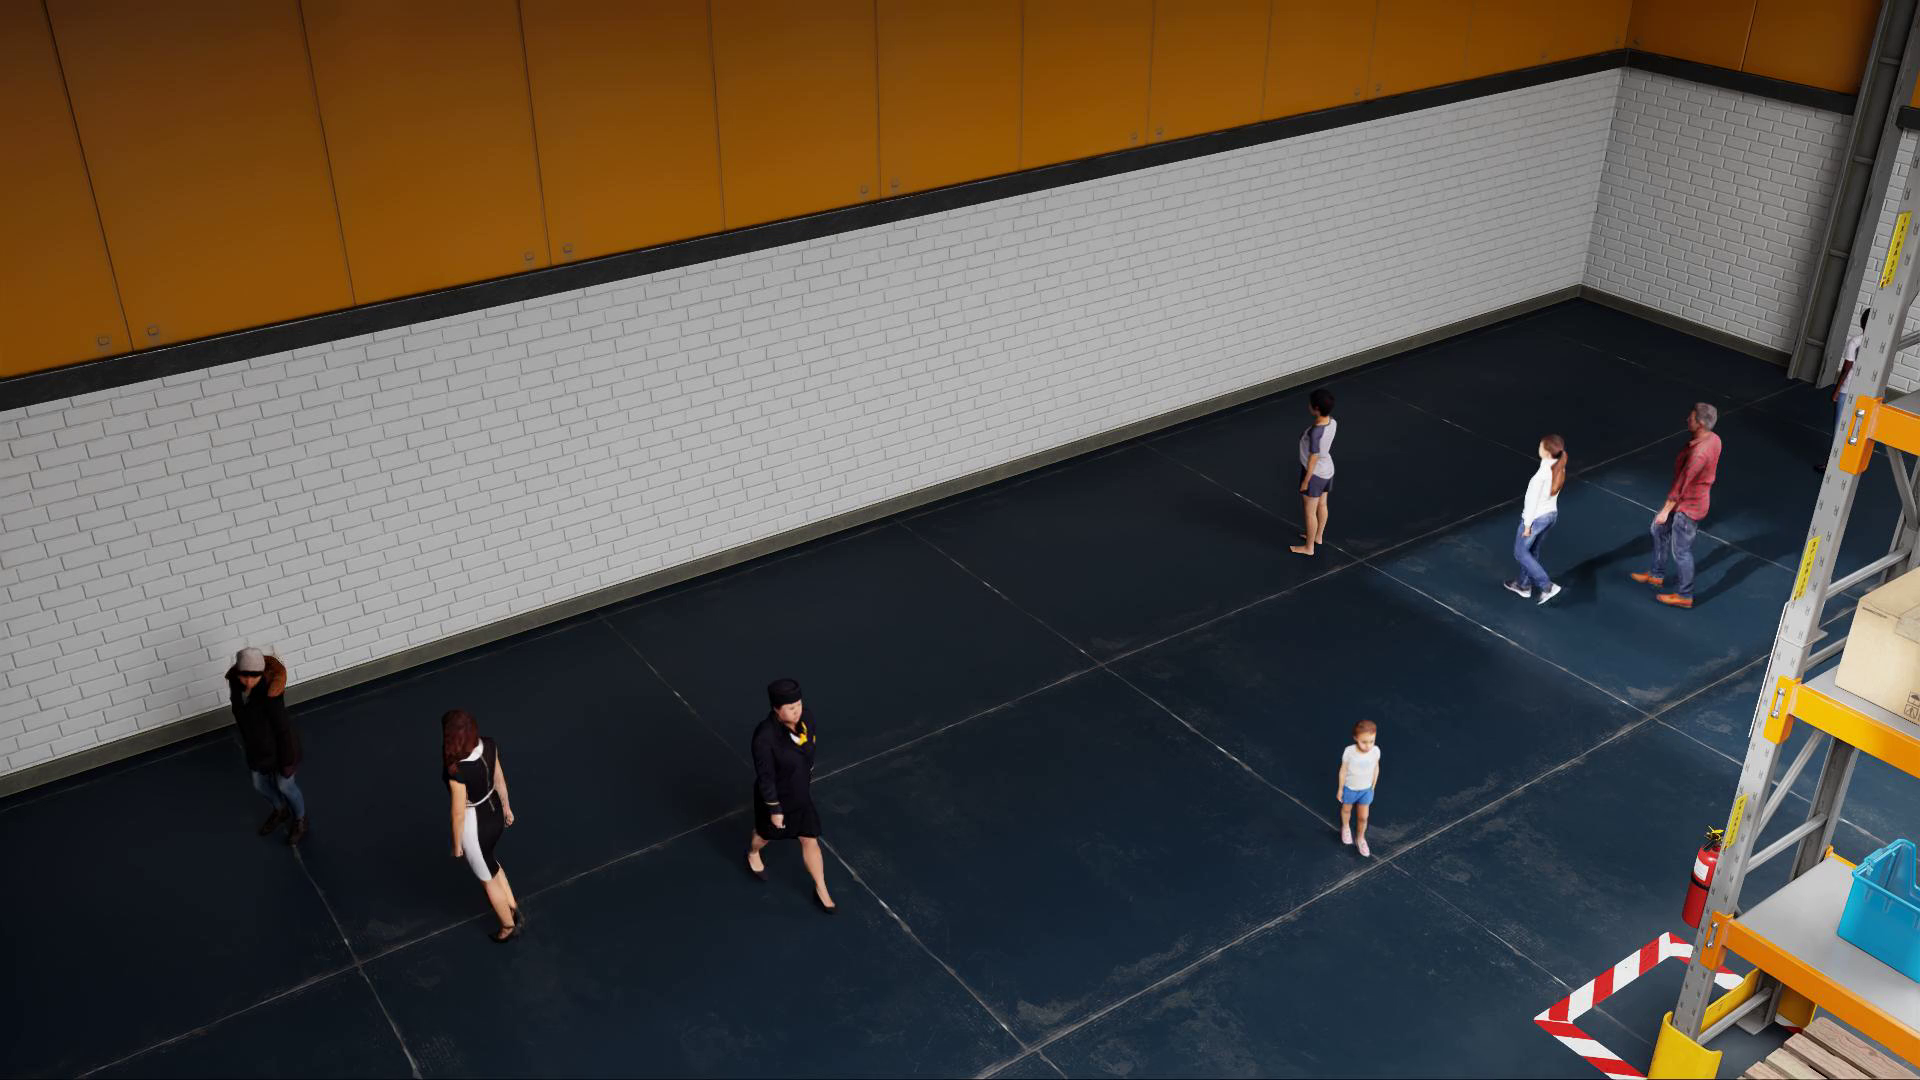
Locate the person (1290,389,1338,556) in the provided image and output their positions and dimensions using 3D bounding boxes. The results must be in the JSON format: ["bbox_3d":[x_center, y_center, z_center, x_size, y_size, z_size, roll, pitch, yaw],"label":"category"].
[{"bbox_3d":[3.173,-0.621,14.778,0.627,1.567,0.629,19,34,31],"label":"person"}]

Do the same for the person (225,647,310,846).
[{"bbox_3d":[-4.603,1.347,11.132,0.746,1.606,0.836,17,33,29],"label":"person"}]

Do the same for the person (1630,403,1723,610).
[{"bbox_3d":[6.160,-0.258,13.861,0.930,1.809,0.851,18,33,30],"label":"person"}]

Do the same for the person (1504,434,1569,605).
[{"bbox_3d":[4.913,-0.143,13.930,0.506,1.542,0.797,-18,34,-30],"label":"person"}]

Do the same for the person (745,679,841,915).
[{"bbox_3d":[-1.177,1.606,10.633,1.131,1.629,0.824,25,37,38],"label":"person"}]

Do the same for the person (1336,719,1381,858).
[{"bbox_3d":[2.677,1.614,11.263,0.553,1.010,0.618,2,29,4],"label":"person"}]

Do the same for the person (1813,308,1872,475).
[{"bbox_3d":[8.672,-1.435,16.111,0.658,1.721,0.644,-6,29,-11],"label":"person"}]

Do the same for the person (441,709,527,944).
[{"bbox_3d":[-2.828,1.788,10.129,0.770,1.790,0.722,9,30,16],"label":"person"}]
